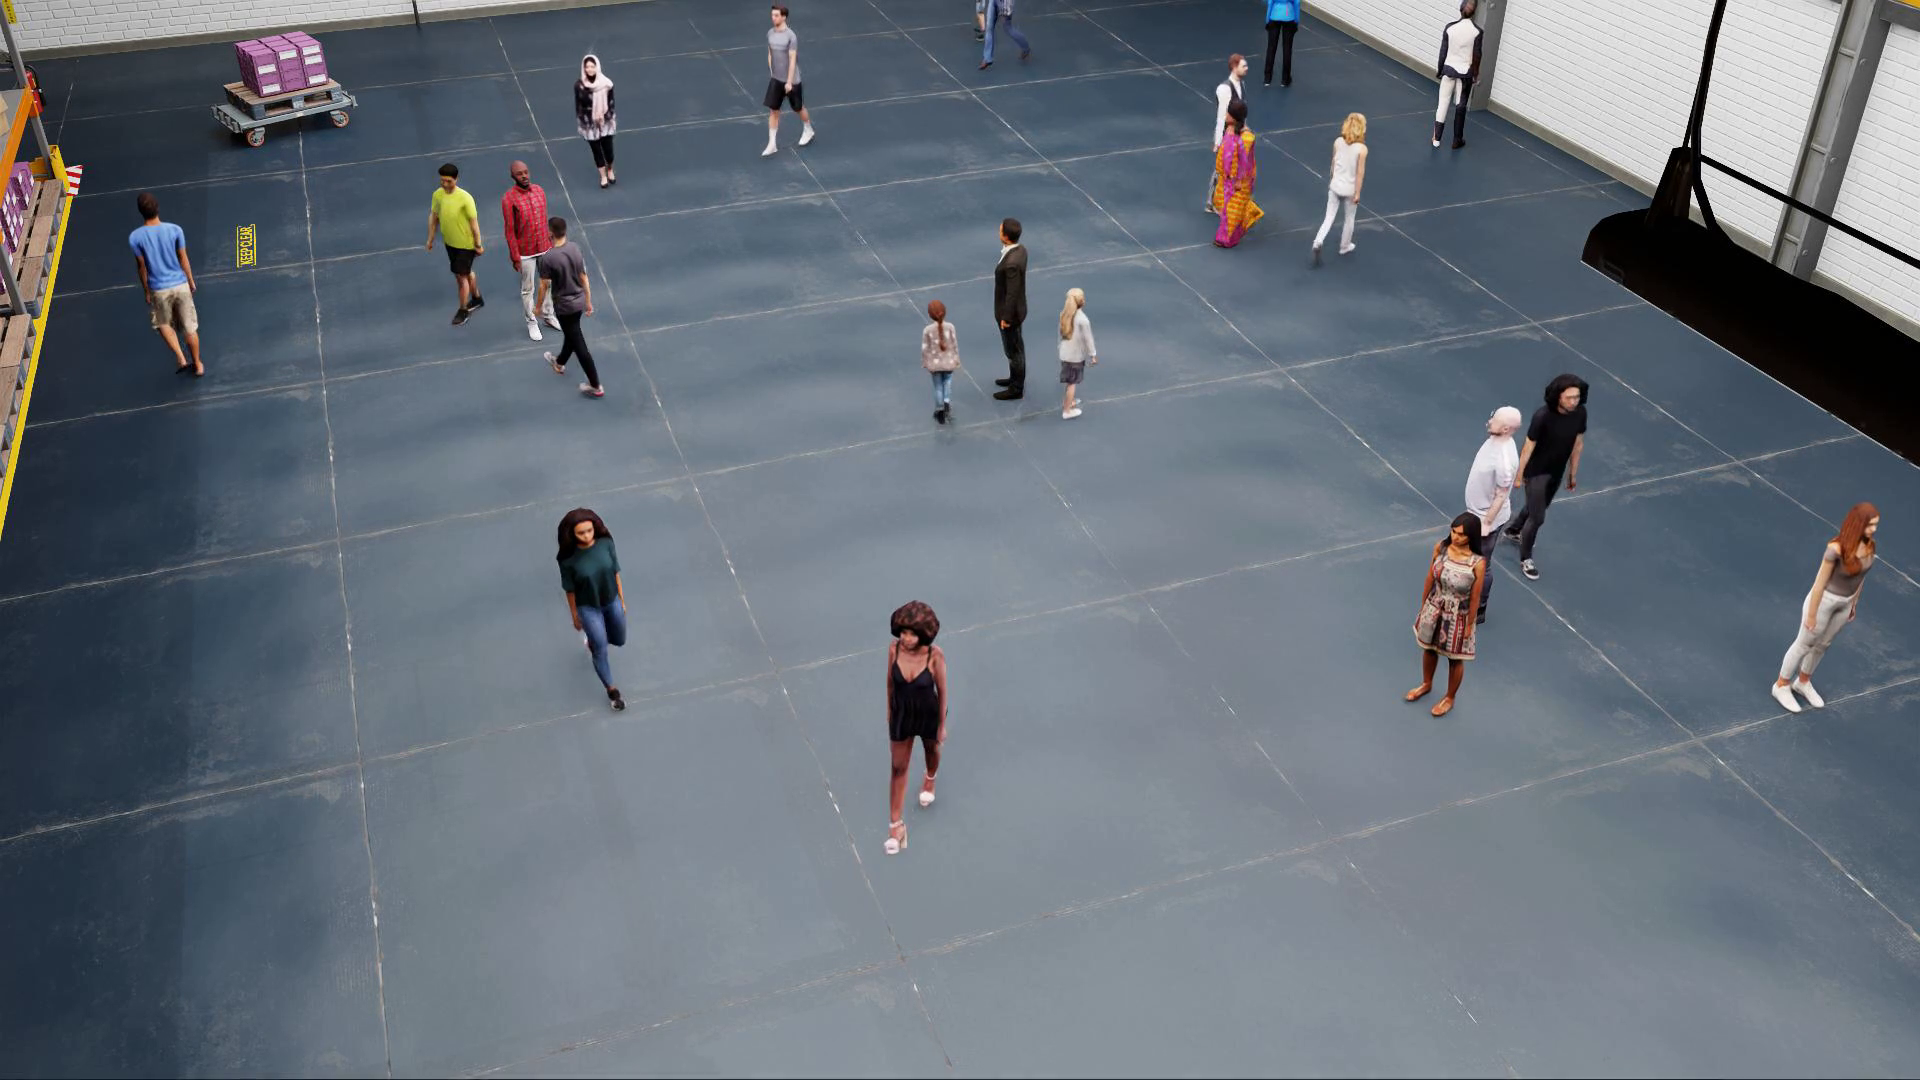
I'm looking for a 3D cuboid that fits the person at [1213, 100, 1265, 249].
[{"bbox_3d":[3.162,-4.128,18.681,0.723,1.655,0.807,-12,36,-18],"label":"person"}]

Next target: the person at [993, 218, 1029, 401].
[{"bbox_3d":[0.494,-2.178,15.614,0.808,1.802,0.656,4,34,6],"label":"person"}]

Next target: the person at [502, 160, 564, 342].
[{"bbox_3d":[-4.321,-2.949,16.758,0.746,1.820,0.732,-29,43,-36],"label":"person"}]

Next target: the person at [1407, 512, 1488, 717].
[{"bbox_3d":[3.470,0.501,11.727,0.784,1.644,0.626,-29,43,-36],"label":"person"}]

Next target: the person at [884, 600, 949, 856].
[{"bbox_3d":[-0.248,1.096,10.735,0.947,1.750,1.136,6,34,10],"label":"person"}]

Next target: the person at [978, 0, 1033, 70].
[{"bbox_3d":[0.671,-7.668,23.910,0.876,1.763,1.113,-20,39,-27],"label":"person"}]

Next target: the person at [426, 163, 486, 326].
[{"bbox_3d":[-5.101,-3.113,17.136,0.943,1.676,0.995,19,38,26],"label":"person"}]

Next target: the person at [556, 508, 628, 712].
[{"bbox_3d":[-2.609,0.434,11.862,0.735,1.606,0.933,-22,40,-30],"label":"person"}]

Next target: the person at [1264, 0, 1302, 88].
[{"bbox_3d":[4.507,-7.272,23.283,0.695,1.797,0.719,9,35,13],"label":"person"}]

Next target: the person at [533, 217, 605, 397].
[{"bbox_3d":[-3.616,-2.143,15.639,1.187,1.716,1.043,20,39,27],"label":"person"}]

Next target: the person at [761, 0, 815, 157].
[{"bbox_3d":[-2.144,-5.871,21.132,1.183,1.844,1.176,19,38,26],"label":"person"}]

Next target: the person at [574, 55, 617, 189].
[{"bbox_3d":[-4.400,-5.091,20.156,0.699,1.626,0.735,-4,34,-7],"label":"person"}]

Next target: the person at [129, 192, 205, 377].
[{"bbox_3d":[-7.533,-2.377,15.871,0.723,1.849,0.769,-20,38,-27],"label":"person"}]

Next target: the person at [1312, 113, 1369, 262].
[{"bbox_3d":[4.174,-3.861,18.280,1.018,1.654,0.950,26,41,33],"label":"person"}]

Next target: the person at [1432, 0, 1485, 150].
[{"bbox_3d":[6.350,-5.959,21.220,0.766,1.893,0.822,14,36,20],"label":"person"}]

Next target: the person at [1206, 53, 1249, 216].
[{"bbox_3d":[3.021,-4.700,19.300,0.858,1.923,0.812,18,38,25],"label":"person"}]

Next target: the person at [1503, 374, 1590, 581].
[{"bbox_3d":[4.638,-0.591,13.233,0.625,1.796,0.834,-13,36,-19],"label":"person"}]

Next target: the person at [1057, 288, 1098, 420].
[{"bbox_3d":[0.996,-1.709,15.395,0.650,1.265,0.577,-20,38,-27],"label":"person"}]

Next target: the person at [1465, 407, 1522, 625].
[{"bbox_3d":[4.004,-0.205,12.619,0.813,1.832,0.697,5,34,8],"label":"person"}]

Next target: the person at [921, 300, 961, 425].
[{"bbox_3d":[-0.163,-1.616,15.334,0.532,1.178,0.567,-6,34,-9],"label":"person"}]

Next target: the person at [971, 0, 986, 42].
[{"bbox_3d":[0.299,-8.335,25.216,0.759,1.428,0.441,-6,34,-9],"label":"person"}]

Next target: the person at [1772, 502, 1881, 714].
[{"bbox_3d":[6.128,0.451,11.734,0.564,1.718,0.508,-13,36,-18],"label":"person"}]
